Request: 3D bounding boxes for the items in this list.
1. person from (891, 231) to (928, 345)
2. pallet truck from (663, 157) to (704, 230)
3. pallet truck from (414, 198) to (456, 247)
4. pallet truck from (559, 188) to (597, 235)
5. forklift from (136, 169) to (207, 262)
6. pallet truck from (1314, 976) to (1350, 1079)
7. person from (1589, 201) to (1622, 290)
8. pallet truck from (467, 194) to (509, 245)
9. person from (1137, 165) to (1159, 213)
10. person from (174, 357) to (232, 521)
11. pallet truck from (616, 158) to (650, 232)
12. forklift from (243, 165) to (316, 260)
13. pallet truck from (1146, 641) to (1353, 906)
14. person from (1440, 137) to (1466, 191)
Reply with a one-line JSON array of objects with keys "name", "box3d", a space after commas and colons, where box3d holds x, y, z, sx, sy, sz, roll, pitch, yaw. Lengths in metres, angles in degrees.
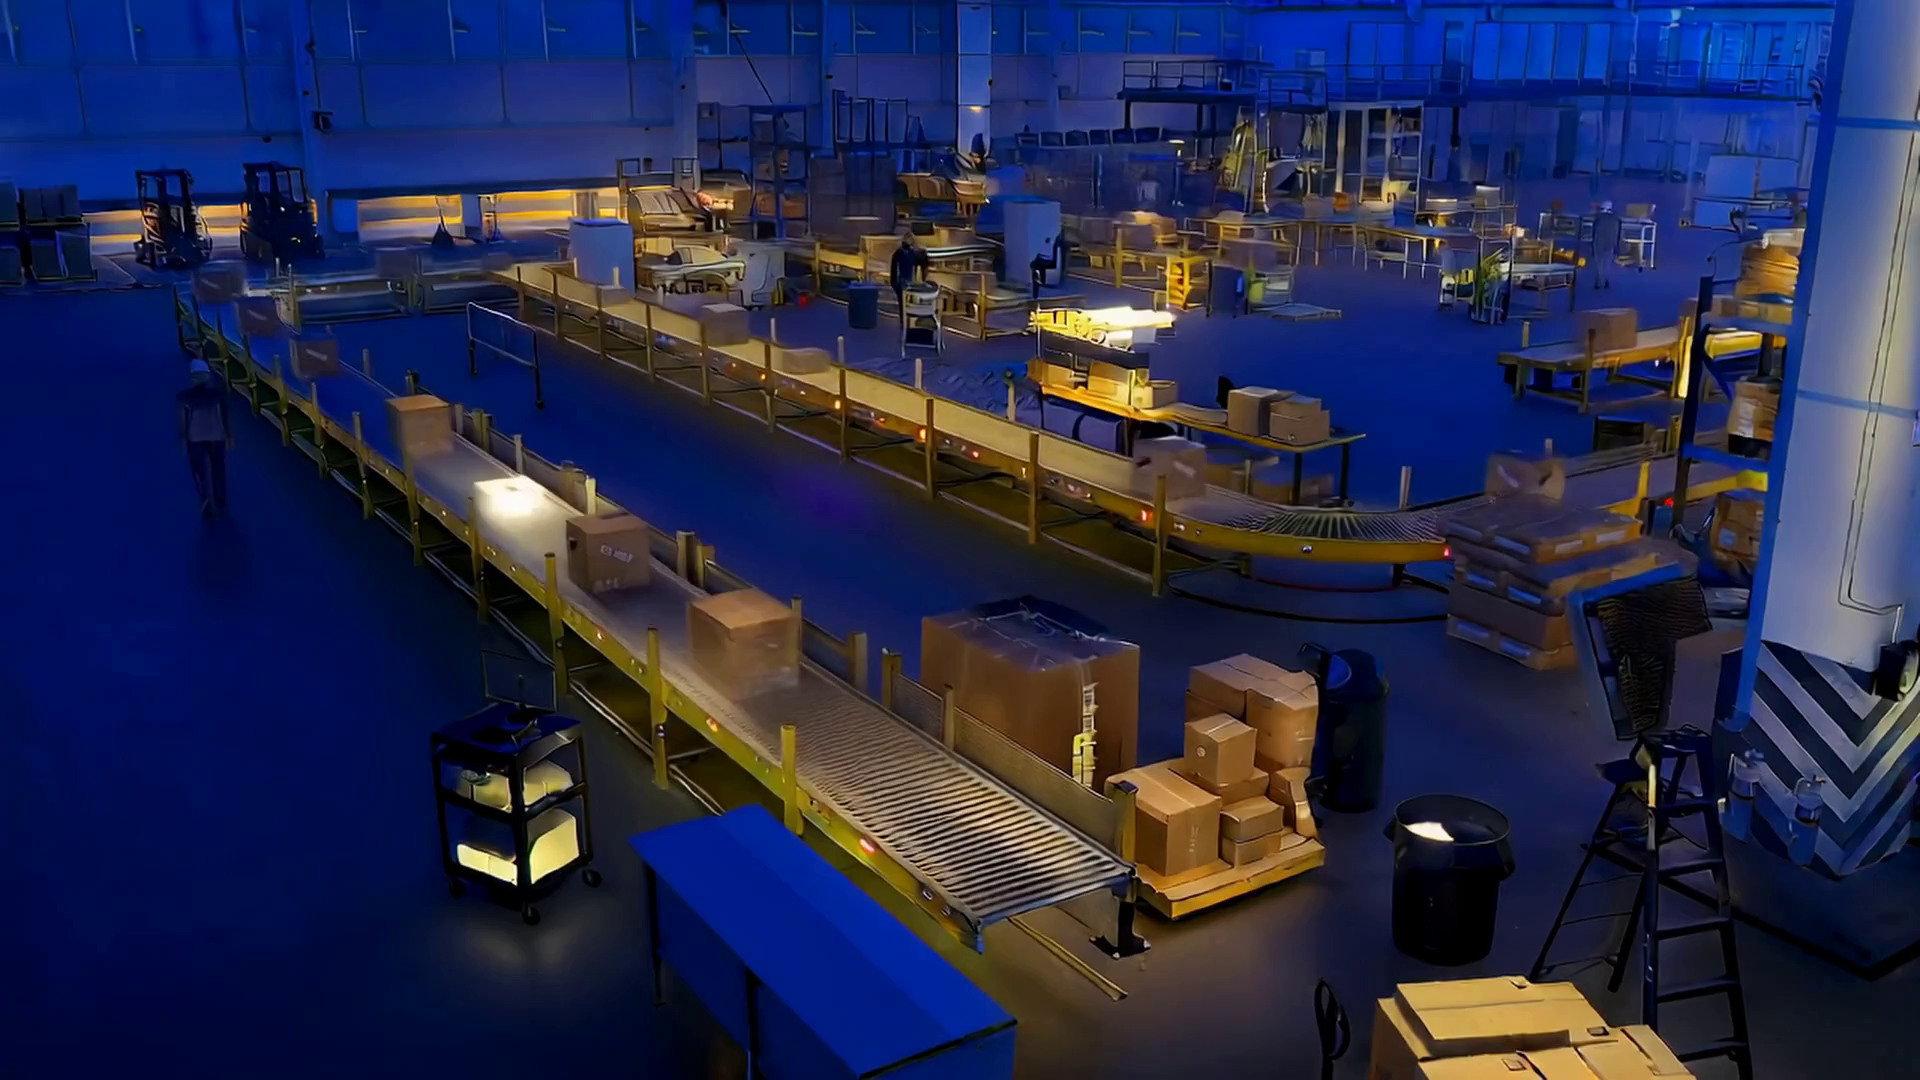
[{"name": "person", "box3d": [-0.837, -4.255, 28.038, 0.651, 1.904, 0.403, -6, 18, -18]}, {"name": "pallet truck", "box3d": [-7.586, -9.308, 44.692, 0.823, 1.965, 1.885, -11, 20, -33]}, {"name": "pallet truck", "box3d": [-13.250, -8.060, 41.856, 0.680, 1.201, 1.601, -10, 20, -31]}, {"name": "pallet truck", "box3d": [-10.010, -8.652, 43.699, 0.653, 1.274, 1.630, -10, 20, -31]}, {"name": "forklift", "box3d": [-17.842, -7.318, 37.559, 1.157, 1.987, 2.680, -10, 20, -31]}, {"name": "pallet truck", "box3d": [2.299, 2.390, 7.086, 1.601, 1.201, 0.680, -2, 17, -7]}, {"name": "person", "box3d": [13.286, -6.078, 34.307, 0.588, 1.783, 0.817, 6, 18, 19]}, {"name": "pallet truck", "box3d": [-11.983, -8.177, 42.137, 0.704, 1.261, 1.522, -11, 20, -33]}, {"name": "person", "box3d": [4.581, -8.153, 40.785, 0.620, 2.024, 0.482, -4, 17, -13]}, {"name": "person", "box3d": [-8.013, -1.059, 17.680, 0.527, 1.751, 0.673, -8, 19, -26]}, {"name": "pallet truck", "box3d": [-8.918, -9.176, 44.255, 0.823, 1.965, 1.885, -9, 19, -27]}, {"name": "forklift", "box3d": [-15.898, -7.669, 38.708, 1.157, 1.987, 2.680, -11, 20, -33]}, {"name": "pallet truck", "box3d": [1.664, 1.407, 10.232, 1.630, 1.274, 0.653, -10, 20, -31]}, {"name": "person", "box3d": [16.876, -12.825, 56.725, 0.527, 1.813, 0.908, -11, 20, -33]}]
